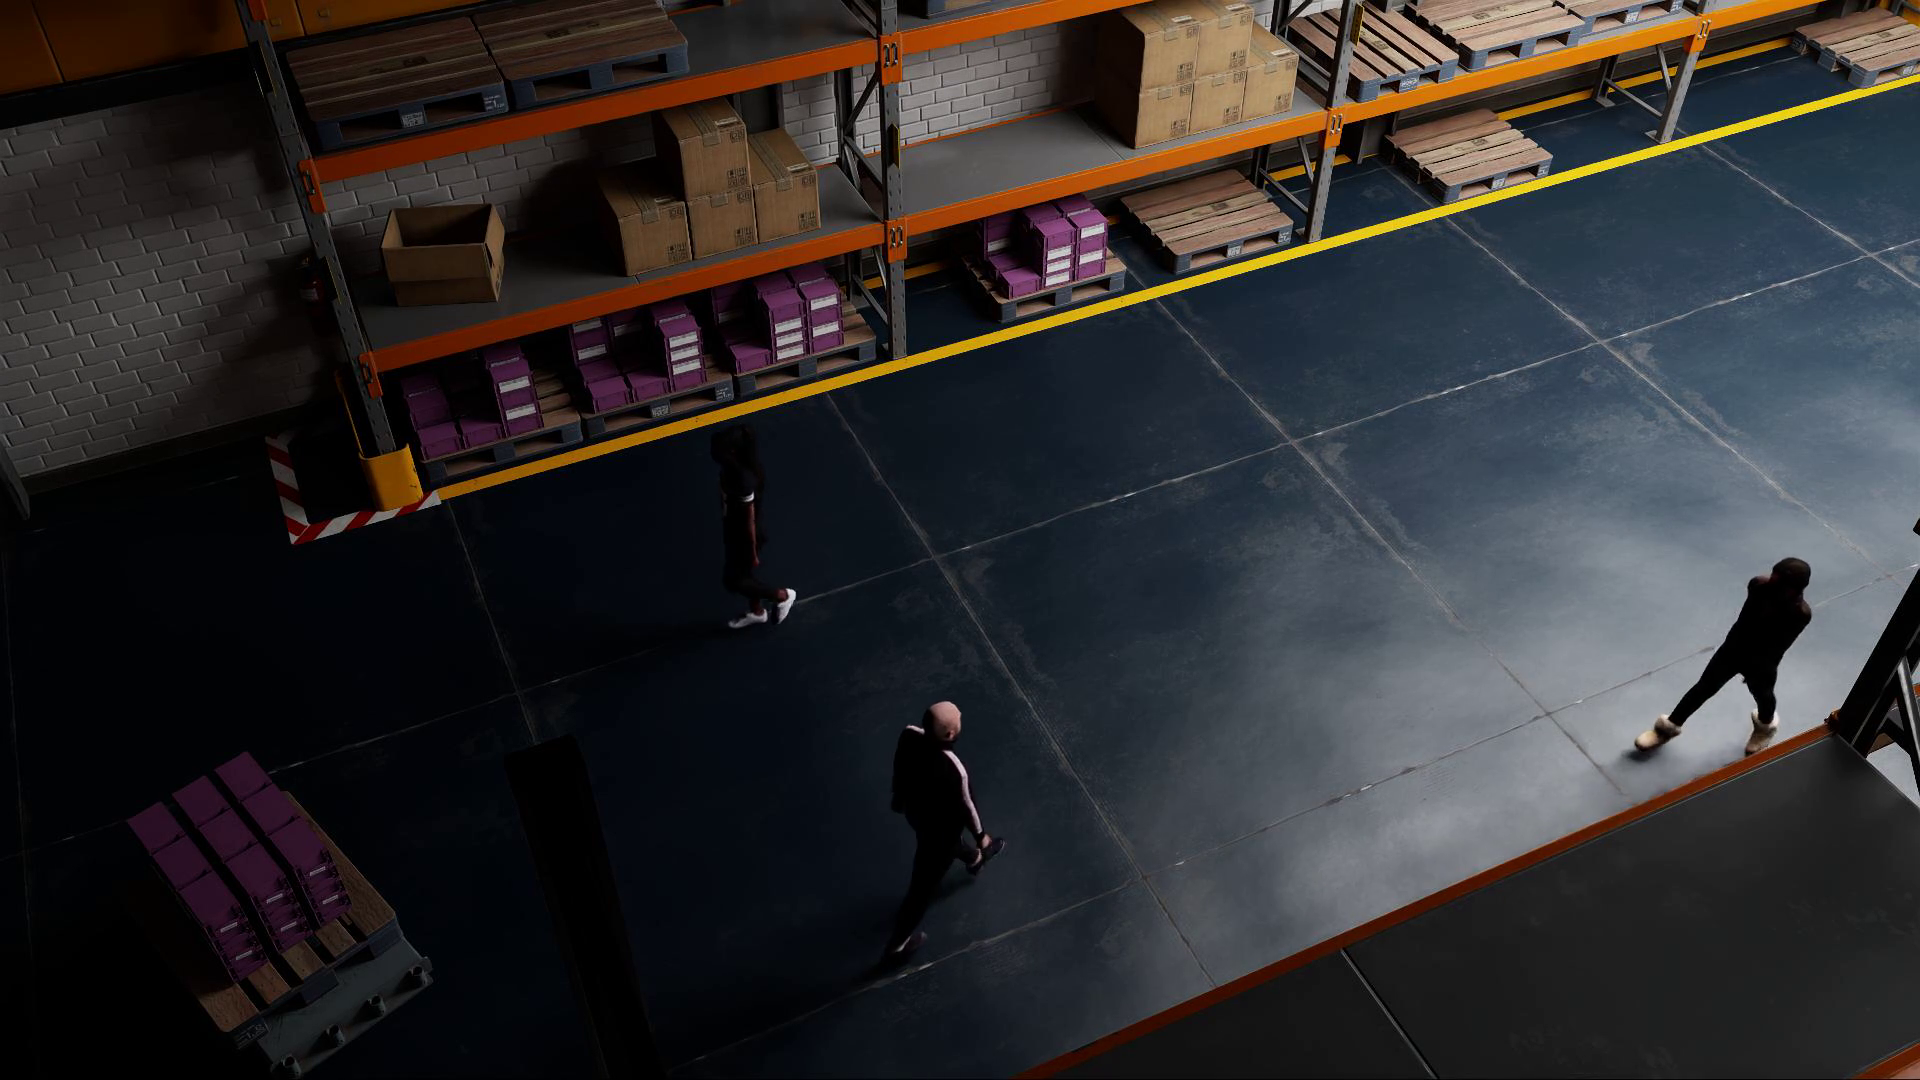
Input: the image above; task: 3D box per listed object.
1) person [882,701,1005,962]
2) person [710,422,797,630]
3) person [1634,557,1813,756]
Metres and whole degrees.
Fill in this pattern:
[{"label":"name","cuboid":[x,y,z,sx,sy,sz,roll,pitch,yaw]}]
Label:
[{"label":"person","cuboid":[-0.203,1.598,8.980,1.326,1.773,0.945,-30,51,-28]},{"label":"person","cuboid":[-1.325,-0.060,10.760,0.704,1.719,0.621,-17,46,-17]},{"label":"person","cuboid":[4.635,0.757,9.944,1.113,1.661,0.657,-20,47,-19]}]
